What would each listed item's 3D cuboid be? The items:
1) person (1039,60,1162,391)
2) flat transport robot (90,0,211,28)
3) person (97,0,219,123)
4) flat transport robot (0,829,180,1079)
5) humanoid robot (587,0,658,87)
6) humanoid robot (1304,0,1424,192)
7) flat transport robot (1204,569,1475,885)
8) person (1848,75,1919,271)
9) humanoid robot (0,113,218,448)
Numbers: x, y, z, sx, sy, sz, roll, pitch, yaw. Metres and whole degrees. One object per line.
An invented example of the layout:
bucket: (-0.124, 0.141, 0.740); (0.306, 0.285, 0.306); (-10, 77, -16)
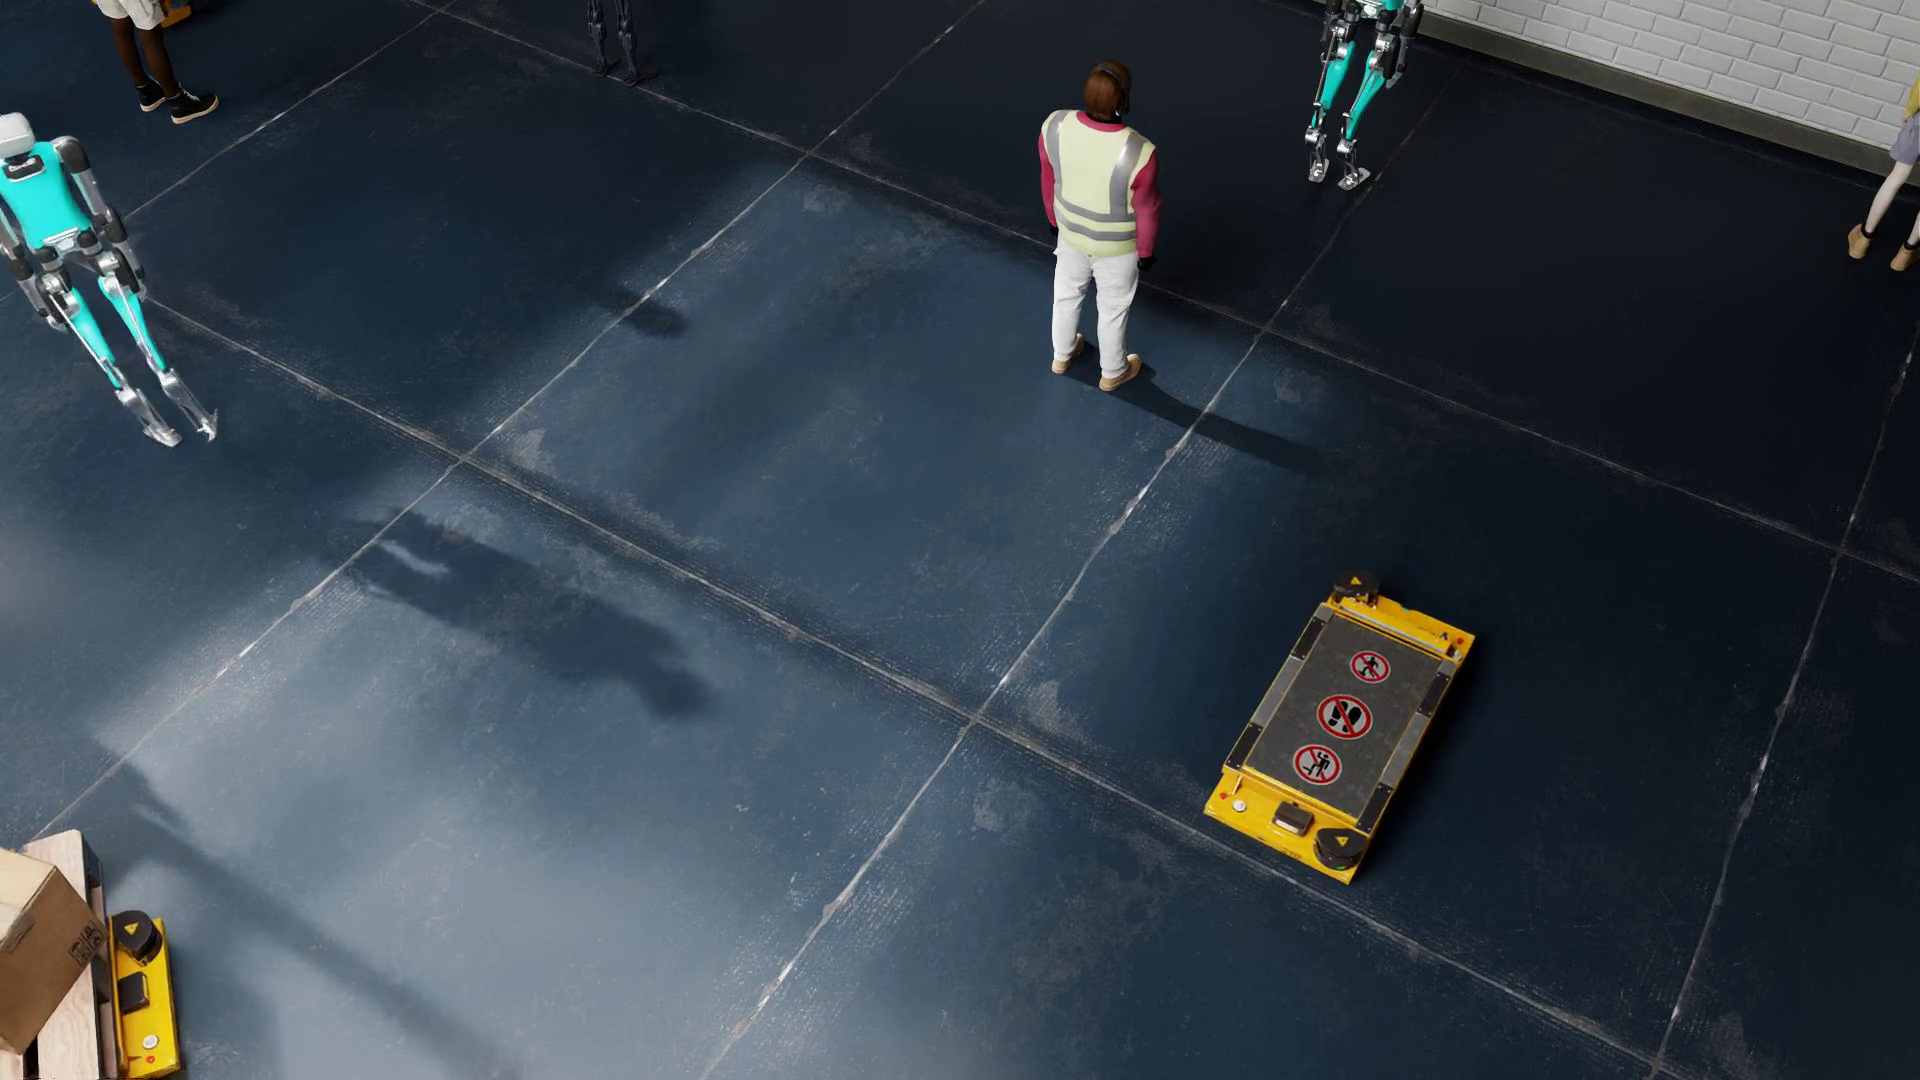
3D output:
person: (0.685, -1.506, 8.087); (0.626, 1.846, 0.429); (25, 53, 20)
flat transport robot: (-5.088, -3.911, 11.234); (0.659, 0.231, 1.431); (28, 54, 22)
person: (-4.875, -3.327, 9.598); (0.604, 1.966, 0.368); (25, 53, 20)
flat transport robot: (-3.683, 1.902, 6.153); (1.431, 0.231, 0.659); (-17, 51, -15)
humanoid robot: (-2.151, -3.538, 9.964); (0.599, 1.657, 0.315); (25, 53, 20)
humanoid robot: (2.131, -2.613, 9.035); (0.533, 1.677, 0.735); (25, 53, 20)
flat transport robot: (1.660, 0.760, 7.151); (0.659, 0.231, 1.431); (25, 53, 20)
person: (5.186, -2.228, 8.686); (0.472, 1.895, 0.385); (25, 53, 20)
humanoid robot: (-4.033, -1.083, 7.804); (0.536, 1.793, 0.806); (-29, 55, -23)
